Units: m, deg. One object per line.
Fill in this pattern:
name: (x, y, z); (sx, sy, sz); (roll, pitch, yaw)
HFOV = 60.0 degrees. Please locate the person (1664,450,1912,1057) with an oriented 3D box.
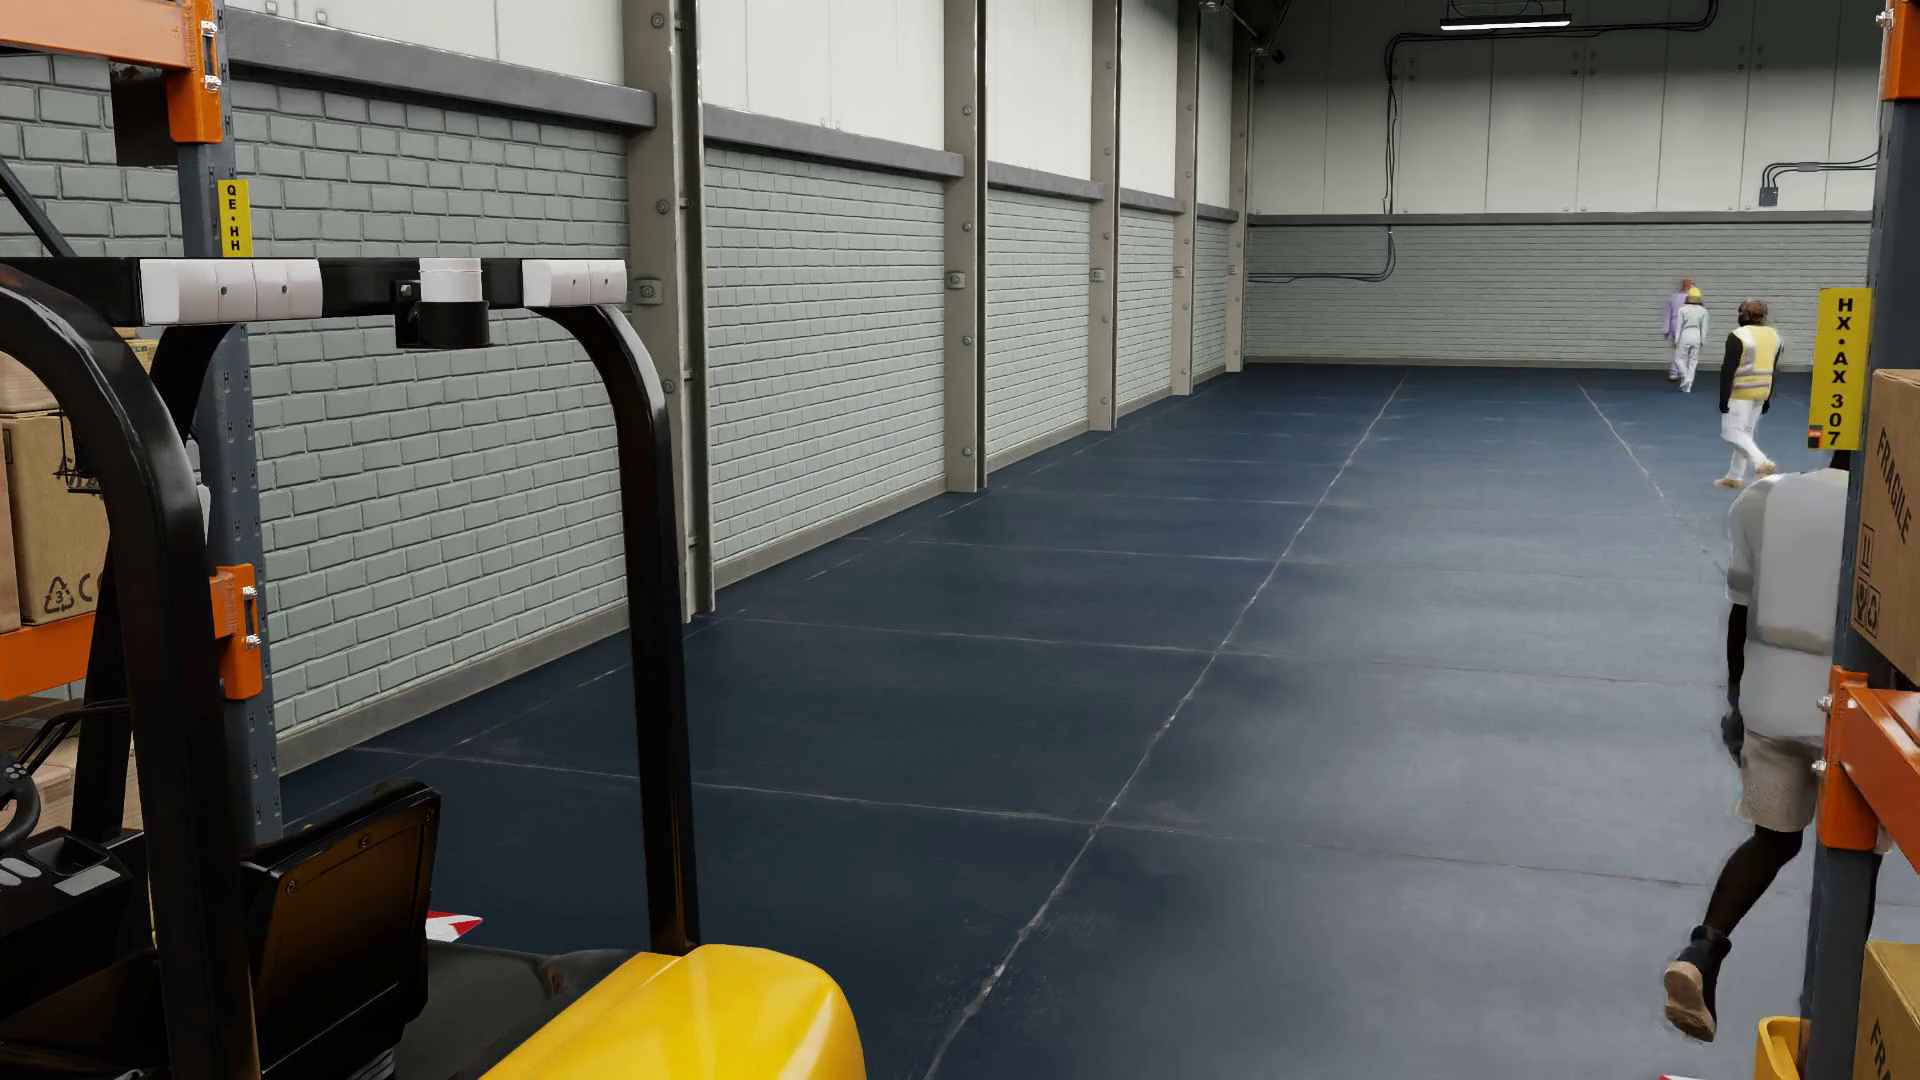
person: (2.244, 0.468, 4.401); (0.647, 1.950, 0.619); (-6, 11, -30)

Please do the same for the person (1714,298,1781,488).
person: (7.458, -1.354, 15.663); (0.630, 1.828, 0.703); (-4, 11, -25)

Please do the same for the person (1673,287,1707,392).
person: (12.084, -3.307, 27.534); (0.512, 1.730, 0.387); (0, 10, 3)

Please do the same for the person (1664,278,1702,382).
person: (13.140, -3.786, 30.036); (0.988, 1.854, 0.669); (-6, 11, -30)
